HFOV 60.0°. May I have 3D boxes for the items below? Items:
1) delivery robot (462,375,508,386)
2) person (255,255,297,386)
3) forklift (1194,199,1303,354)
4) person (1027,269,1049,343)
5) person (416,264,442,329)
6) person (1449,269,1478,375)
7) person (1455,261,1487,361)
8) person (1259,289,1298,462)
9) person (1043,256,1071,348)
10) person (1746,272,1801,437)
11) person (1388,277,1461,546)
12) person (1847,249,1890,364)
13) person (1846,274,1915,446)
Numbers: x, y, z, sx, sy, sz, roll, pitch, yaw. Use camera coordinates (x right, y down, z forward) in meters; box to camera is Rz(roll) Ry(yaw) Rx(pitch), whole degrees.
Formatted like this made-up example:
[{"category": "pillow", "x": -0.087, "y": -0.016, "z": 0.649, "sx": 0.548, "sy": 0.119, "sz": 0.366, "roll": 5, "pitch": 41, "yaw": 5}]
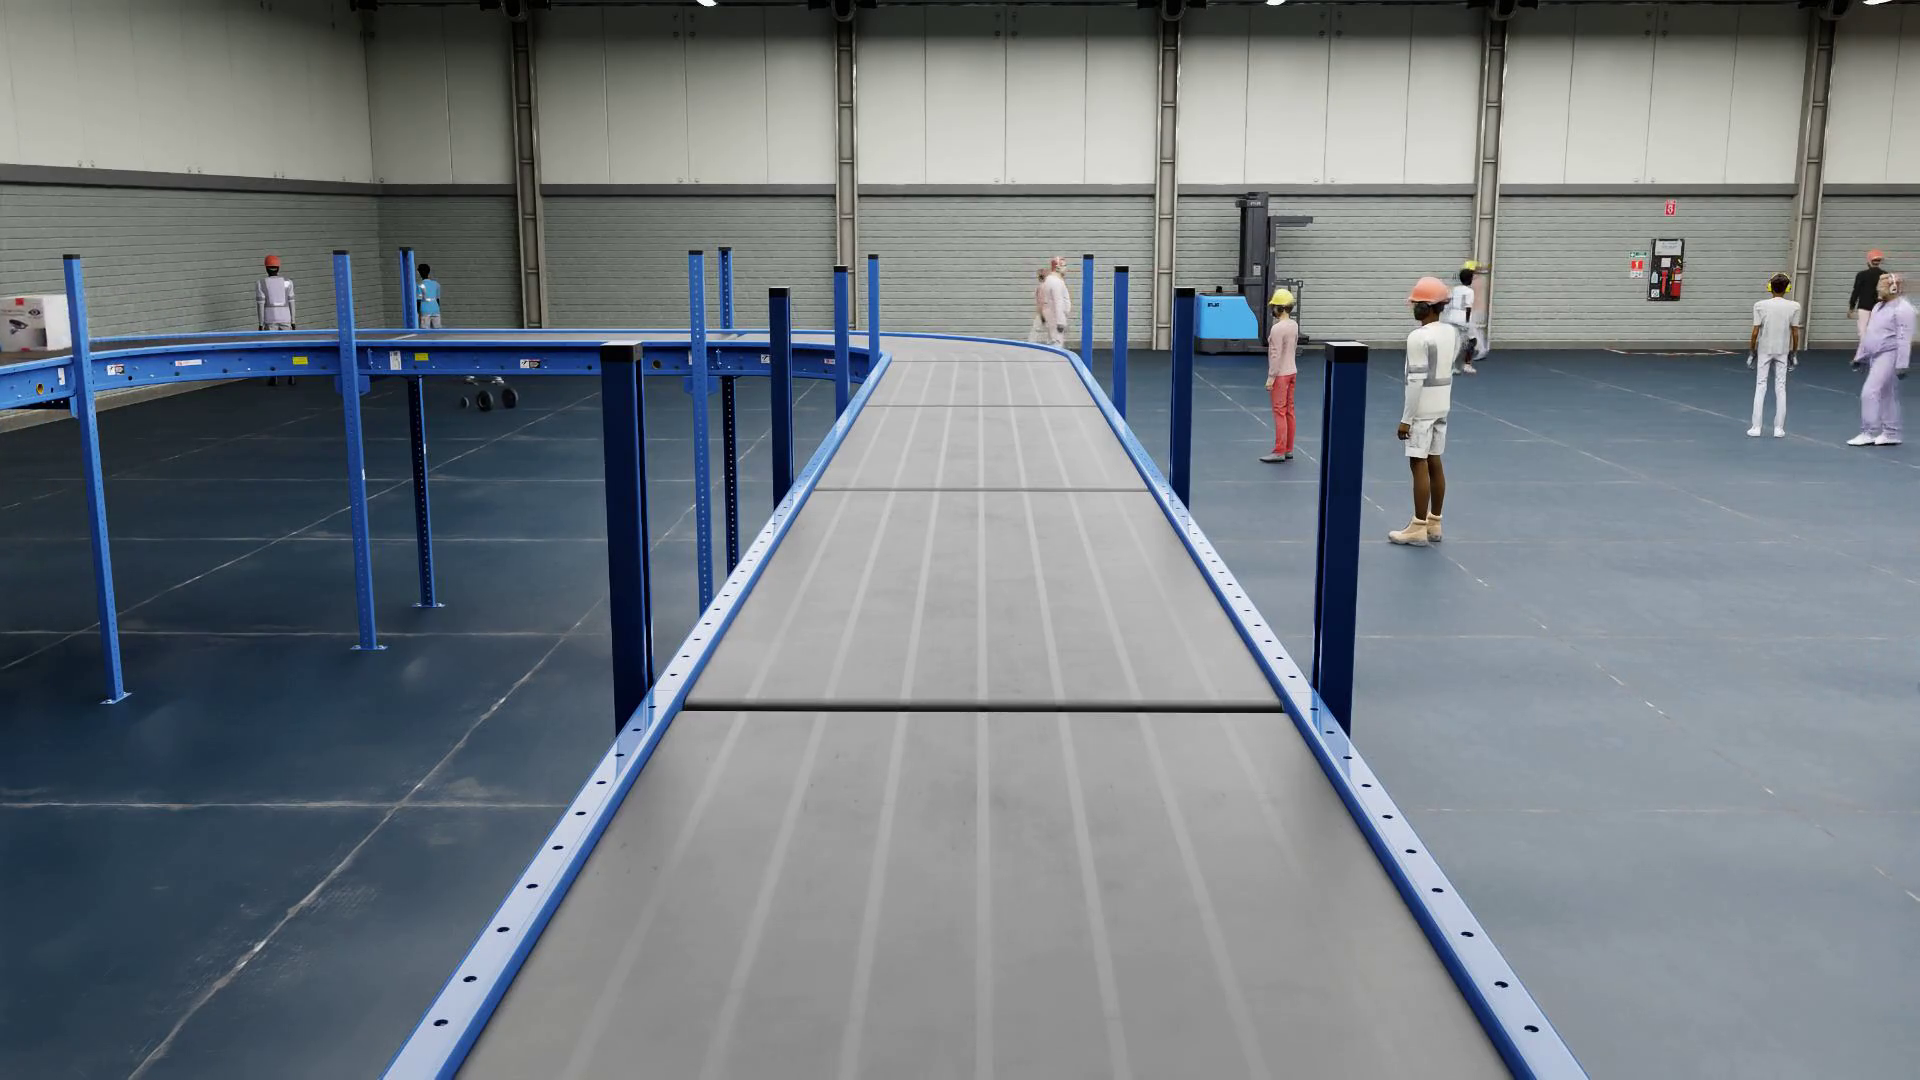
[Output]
[{"category": "delivery robot", "x": -6.255, "y": -2.167, "z": 21.888, "sx": 0.698, "sy": 0.223, "sz": 0.335, "roll": 7, "pitch": 13, "yaw": 33}, {"category": "person", "x": -10.233, "y": -3.291, "z": 24.906, "sx": 0.542, "sy": 1.938, "sz": 0.358, "roll": -8, "pitch": 13, "yaw": -34}, {"category": "forklift", "x": 5.313, "y": -4.851, "z": 30.603, "sx": 1.873, "sy": 2.768, "sz": 1.129, "roll": 0, "pitch": 11, "yaw": 1}, {"category": "person", "x": 1.425, "y": -3.955, "z": 29.207, "sx": 0.864, "sy": 1.594, "sz": 0.519, "roll": 7, "pitch": 13, "yaw": 31}, {"category": "person", "x": -9.226, "y": -3.937, "z": 28.850, "sx": 0.321, "sy": 1.695, "sz": 0.529, "roll": 7, "pitch": 13, "yaw": 31}, {"category": "person", "x": 8.047, "y": -3.477, "z": 26.509, "sx": 0.570, "sy": 1.676, "sz": 0.541, "roll": -4, "pitch": 12, "yaw": -22}, {"category": "person", "x": 8.881, "y": -3.992, "z": 29.027, "sx": 0.668, "sy": 1.750, "sz": 0.540, "roll": 1, "pitch": 11, "yaw": 7}, {"category": "person", "x": 3.299, "y": -1.690, "z": 17.115, "sx": 0.304, "sy": 1.772, "sz": 0.525, "roll": 7, "pitch": 13, "yaw": 32}, {"category": "person", "x": 1.475, "y": -3.317, "z": 25.119, "sx": 0.403, "sy": 1.906, "sz": 0.651, "roll": -2, "pitch": 11, "yaw": -8}, {"category": "person", "x": 9.315, "y": -2.120, "z": 19.061, "sx": 0.532, "sy": 1.871, "sz": 0.319, "roll": 4, "pitch": 12, "yaw": 18}, {"category": "person", "x": 3.570, "y": -0.991, "z": 12.803, "sx": 0.365, "sy": 2.048, "sz": 0.608, "roll": 10, "pitch": 15, "yaw": 42}, {"category": "person", "x": 15.466, "y": -3.944, "z": 28.200, "sx": 0.612, "sy": 1.960, "sz": 0.865, "roll": -1, "pitch": 11, "yaw": -8}, {"category": "person", "x": 10.042, "y": -1.964, "z": 18.244, "sx": 0.761, "sy": 1.882, "sz": 0.659, "roll": 1, "pitch": 11, "yaw": 7}]
